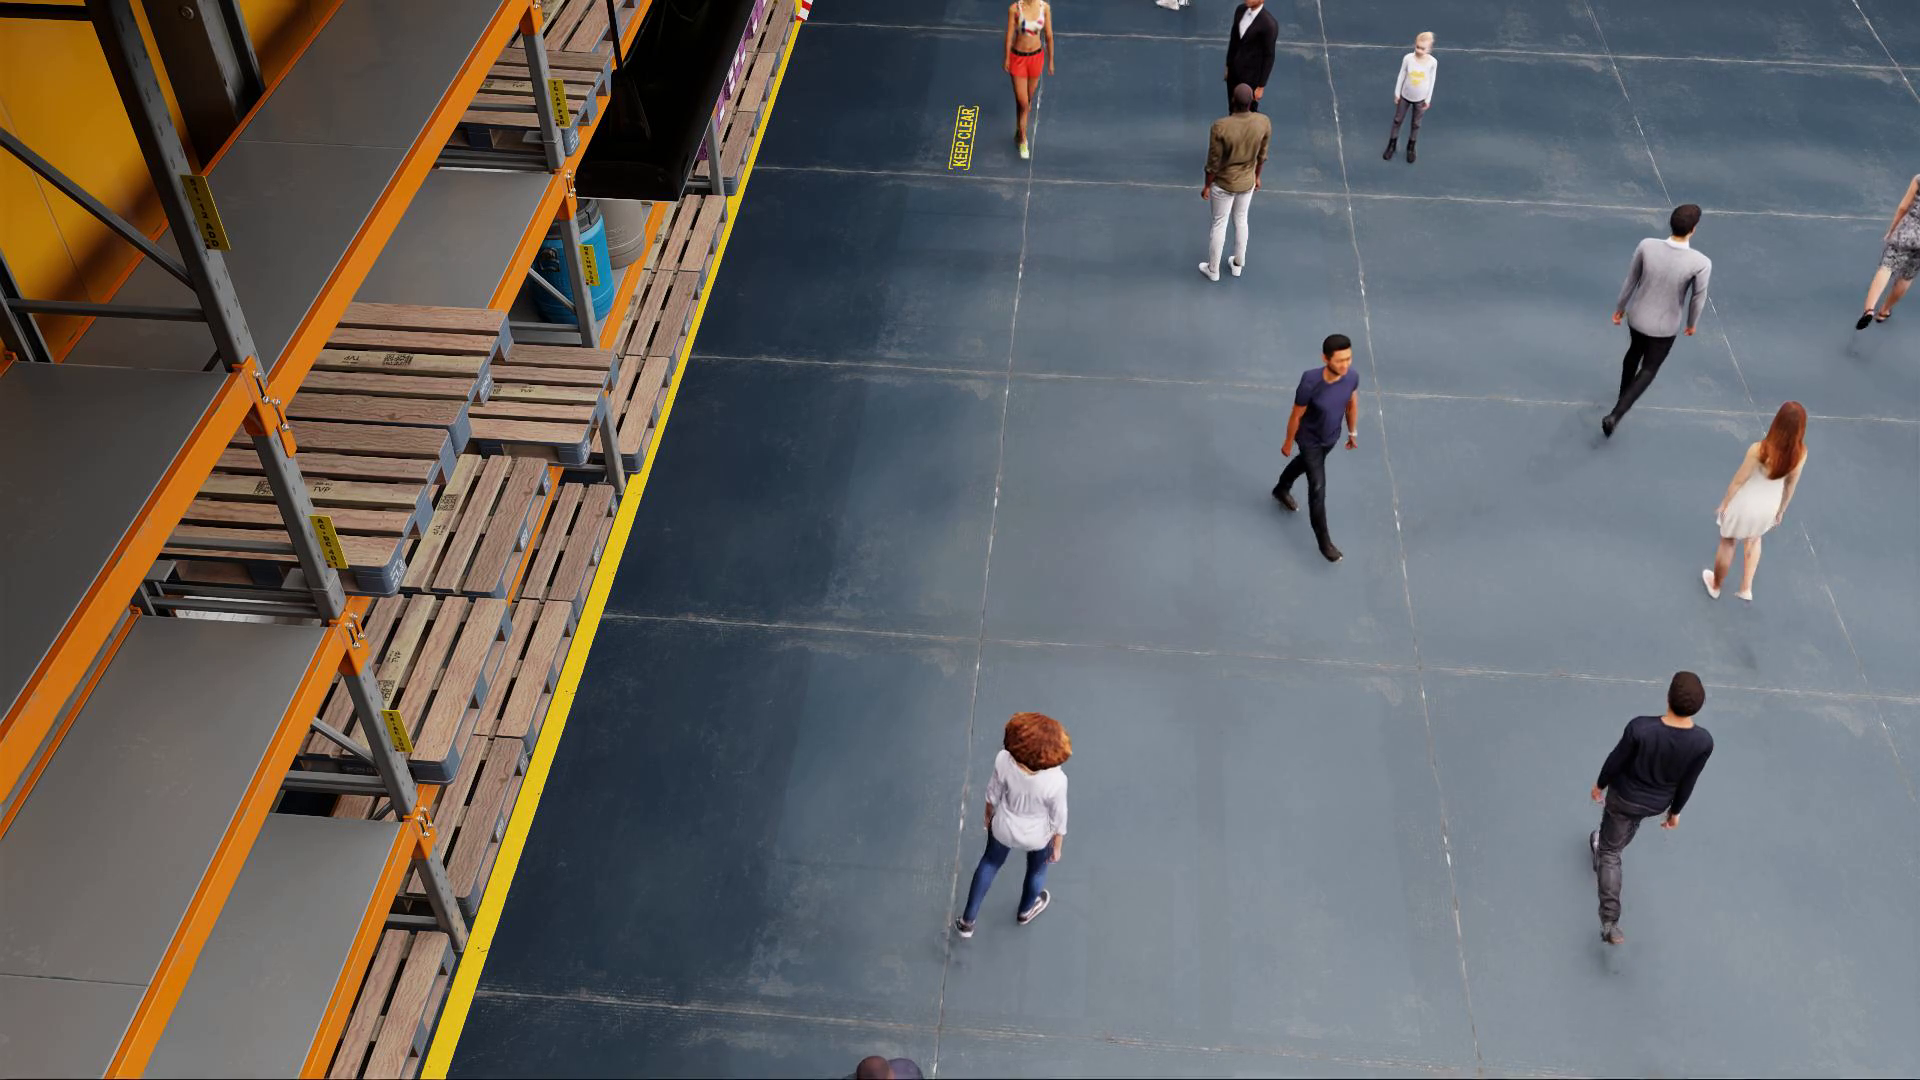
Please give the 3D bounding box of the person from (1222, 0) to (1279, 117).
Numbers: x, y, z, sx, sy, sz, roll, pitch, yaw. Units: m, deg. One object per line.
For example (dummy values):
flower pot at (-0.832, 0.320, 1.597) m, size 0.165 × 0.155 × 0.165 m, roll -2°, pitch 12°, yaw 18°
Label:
person at (2.675, -4.337, 15.432) m, size 0.829 × 1.884 × 0.733 m, roll -24°, pitch 49°, yaw -23°

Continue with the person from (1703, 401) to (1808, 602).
person at (5.377, -0.176, 11.198) m, size 0.576 × 1.700 × 0.733 m, roll 1°, pitch 44°, yaw 1°

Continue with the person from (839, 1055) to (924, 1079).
person at (-0.442, 2.846, 7.949) m, size 0.775 × 1.807 × 0.760 m, roll -12°, pitch 45°, yaw -12°

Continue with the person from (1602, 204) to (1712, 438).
person at (5.215, -1.649, 12.575) m, size 1.253 × 1.933 × 1.161 m, roll -34°, pitch 53°, yaw -30°

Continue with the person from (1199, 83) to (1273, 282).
person at (2.320, -3.028, 14.101) m, size 0.793 × 1.825 × 0.727 m, roll -11°, pitch 45°, yaw -12°

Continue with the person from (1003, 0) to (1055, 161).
person at (0.614, -4.571, 15.756) m, size 0.750 × 1.776 × 0.874 m, roll -10°, pitch 44°, yaw -10°

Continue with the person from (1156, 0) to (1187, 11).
person at (2.411, -6.641, 17.864) m, size 0.796 × 1.865 × 0.799 m, roll -10°, pitch 44°, yaw -10°

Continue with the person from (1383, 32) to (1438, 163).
person at (4.293, -4.212, 15.740) m, size 0.528 × 1.278 × 0.534 m, roll 11°, pitch 45°, yaw 11°

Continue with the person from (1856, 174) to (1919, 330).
person at (7.740, -2.392, 13.535) m, size 0.849 × 1.685 × 1.003 m, roll 27°, pitch 50°, yaw 25°

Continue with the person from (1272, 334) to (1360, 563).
person at (2.497, -0.775, 11.795) m, size 1.047 × 1.745 × 1.228 m, roll -20°, pitch 47°, yaw -19°

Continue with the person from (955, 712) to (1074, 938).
person at (0.327, 1.652, 9.292) m, size 0.889 × 1.683 × 0.999 m, roll 18°, pitch 46°, yaw 18°

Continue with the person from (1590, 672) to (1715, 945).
person at (3.829, 1.519, 9.322) m, size 0.677 × 1.834 × 1.185 m, roll 5°, pitch 44°, yaw 6°
